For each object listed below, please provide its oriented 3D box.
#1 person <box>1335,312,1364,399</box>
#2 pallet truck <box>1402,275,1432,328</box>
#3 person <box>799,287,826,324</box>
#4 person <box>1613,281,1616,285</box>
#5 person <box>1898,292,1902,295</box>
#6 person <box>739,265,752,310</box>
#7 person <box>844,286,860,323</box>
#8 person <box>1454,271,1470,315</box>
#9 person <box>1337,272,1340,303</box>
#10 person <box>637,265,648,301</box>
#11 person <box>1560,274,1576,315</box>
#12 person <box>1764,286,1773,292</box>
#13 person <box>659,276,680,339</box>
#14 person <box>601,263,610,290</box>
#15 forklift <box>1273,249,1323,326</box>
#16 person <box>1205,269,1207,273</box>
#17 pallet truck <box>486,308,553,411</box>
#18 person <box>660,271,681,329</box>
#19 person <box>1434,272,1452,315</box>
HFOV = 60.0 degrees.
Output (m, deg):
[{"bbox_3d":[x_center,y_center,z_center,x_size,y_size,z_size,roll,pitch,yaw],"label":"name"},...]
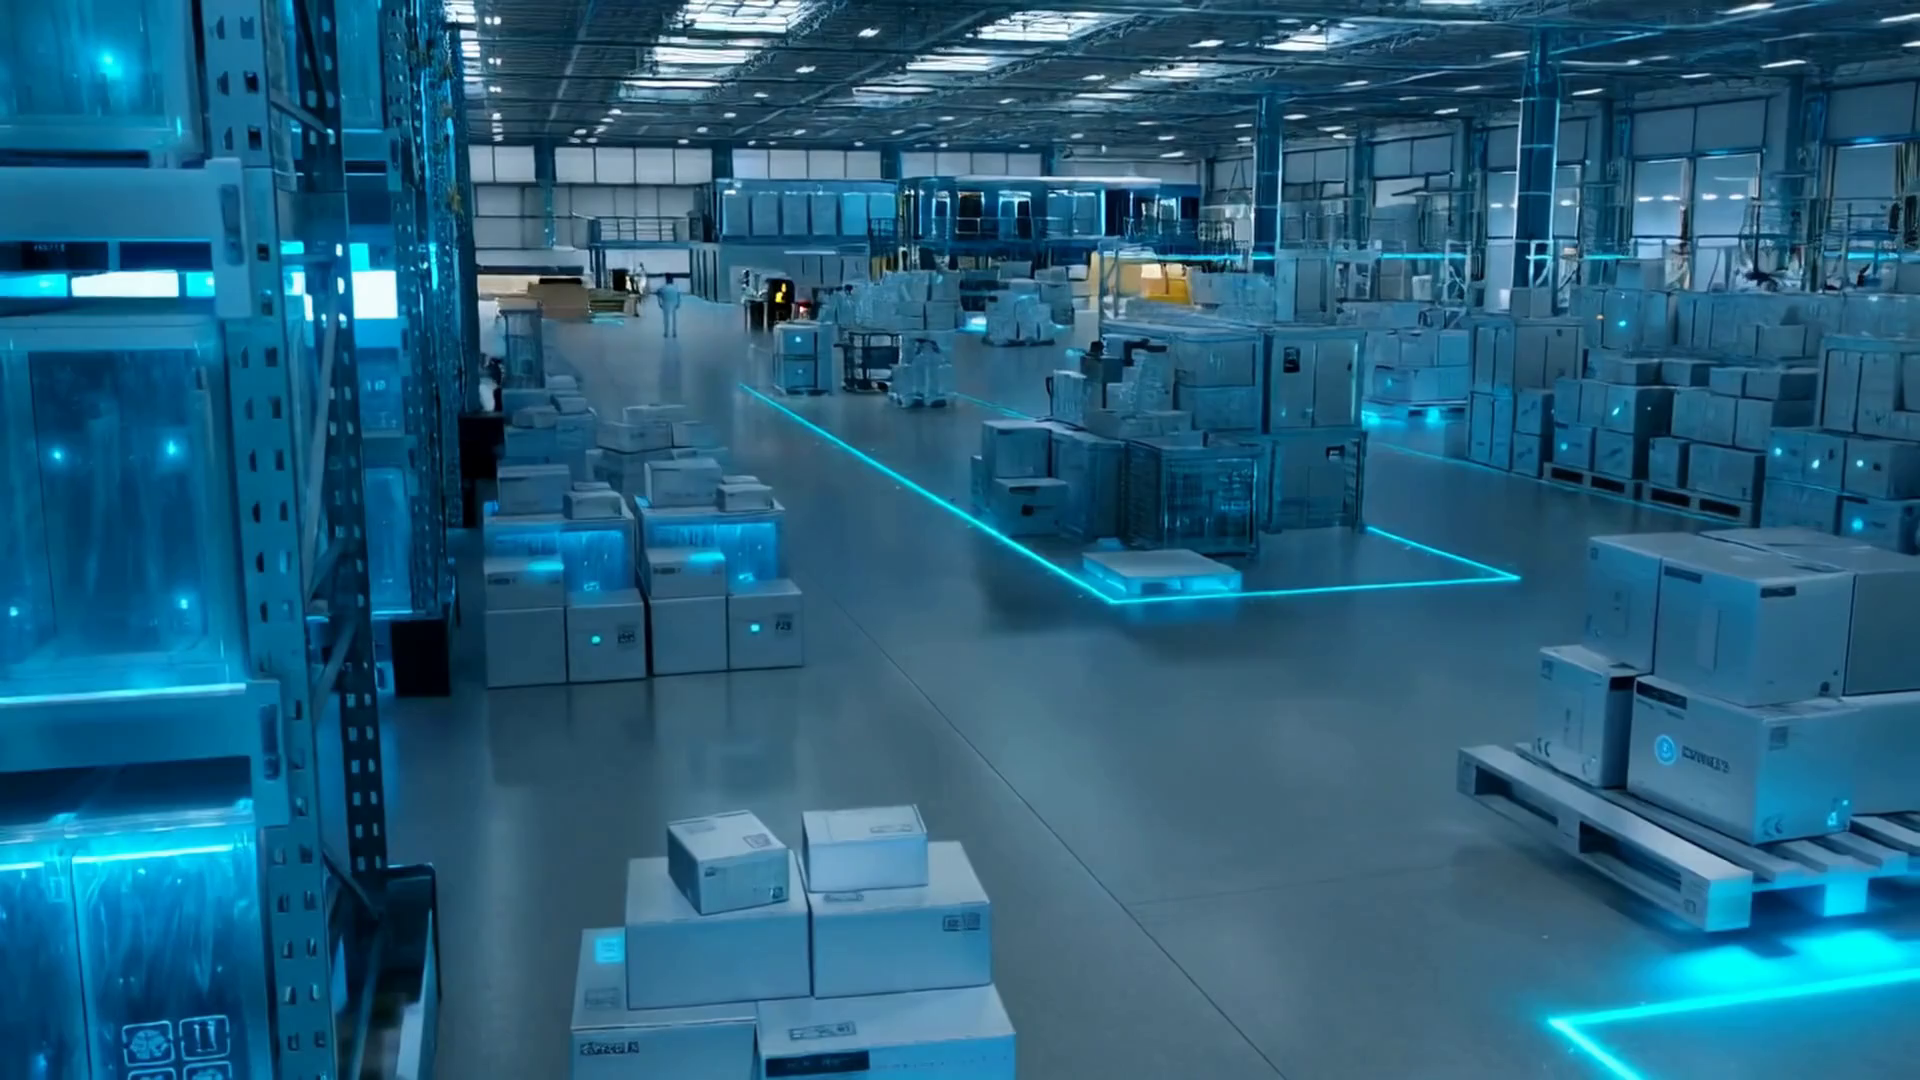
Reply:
[{"bbox_3d":[5.140,-2.056,22.325,0.614,1.994,0.380,-3,10,-15],"label":"person"},{"bbox_3d":[14.620,-7.324,52.145,0.823,1.965,1.885,8,13,40],"label":"pallet truck"},{"bbox_3d":[-3.348,-4.780,37.907,0.632,1.956,0.436,-2,10,-12],"label":"person"},{"bbox_3d":[19.168,-6.647,48.674,0.520,1.871,0.326,-3,10,-15],"label":"person"},{"bbox_3d":[23.331,-5.321,41.526,0.488,1.744,0.295,-3,10,-15],"label":"person"},{"bbox_3d":[-9.746,-11.494,75.631,0.609,2.043,0.376,-3,10,-15],"label":"person"},{"bbox_3d":[-3.263,-6.756,49.784,0.537,1.696,0.318,-3,10,-15],"label":"person"},{"bbox_3d":[21.130,-10.398,70.035,0.652,1.827,0.454,6,12,29],"label":"person"},{"bbox_3d":[19.187,-13.100,85.008,0.547,1.942,0.351,-3,10,-15],"label":"person"},{"bbox_3d":[-16.662,-13.463,87.242,0.570,1.912,0.633,-4,11,-22],"label":"person"},{"bbox_3d":[19.465,-7.504,53.166,0.614,1.997,0.374,-3,10,-15],"label":"person"},{"bbox_3d":[21.470,-5.878,44.458,0.548,1.817,0.535,-3,11,-18],"label":"person"},{"bbox_3d":[-9.033,-7.222,51.732,0.631,1.940,0.370,-3,10,-15],"label":"person"},{"bbox_3d":[-19.871,-14.579,93.427,0.589,1.927,0.368,-3,10,-15],"label":"person"},{"bbox_3d":[4.855,-2.824,24.162,1.873,2.768,1.129,-3,10,-15],"label":"forklift"},{"bbox_3d":[12.299,-12.733,83.456,0.424,1.750,0.552,10,14,44],"label":"person"},{"bbox_3d":[-6.242,-2.418,24.362,0.823,1.965,1.885,1,10,3],"label":"pallet truck"},{"bbox_3d":[-10.066,-8.356,57.864,0.709,2.000,0.535,0,10,-2],"label":"person"},{"bbox_3d":[17.984,-9.004,61.939,0.619,1.889,0.871,2,10,10],"label":"person"}]
